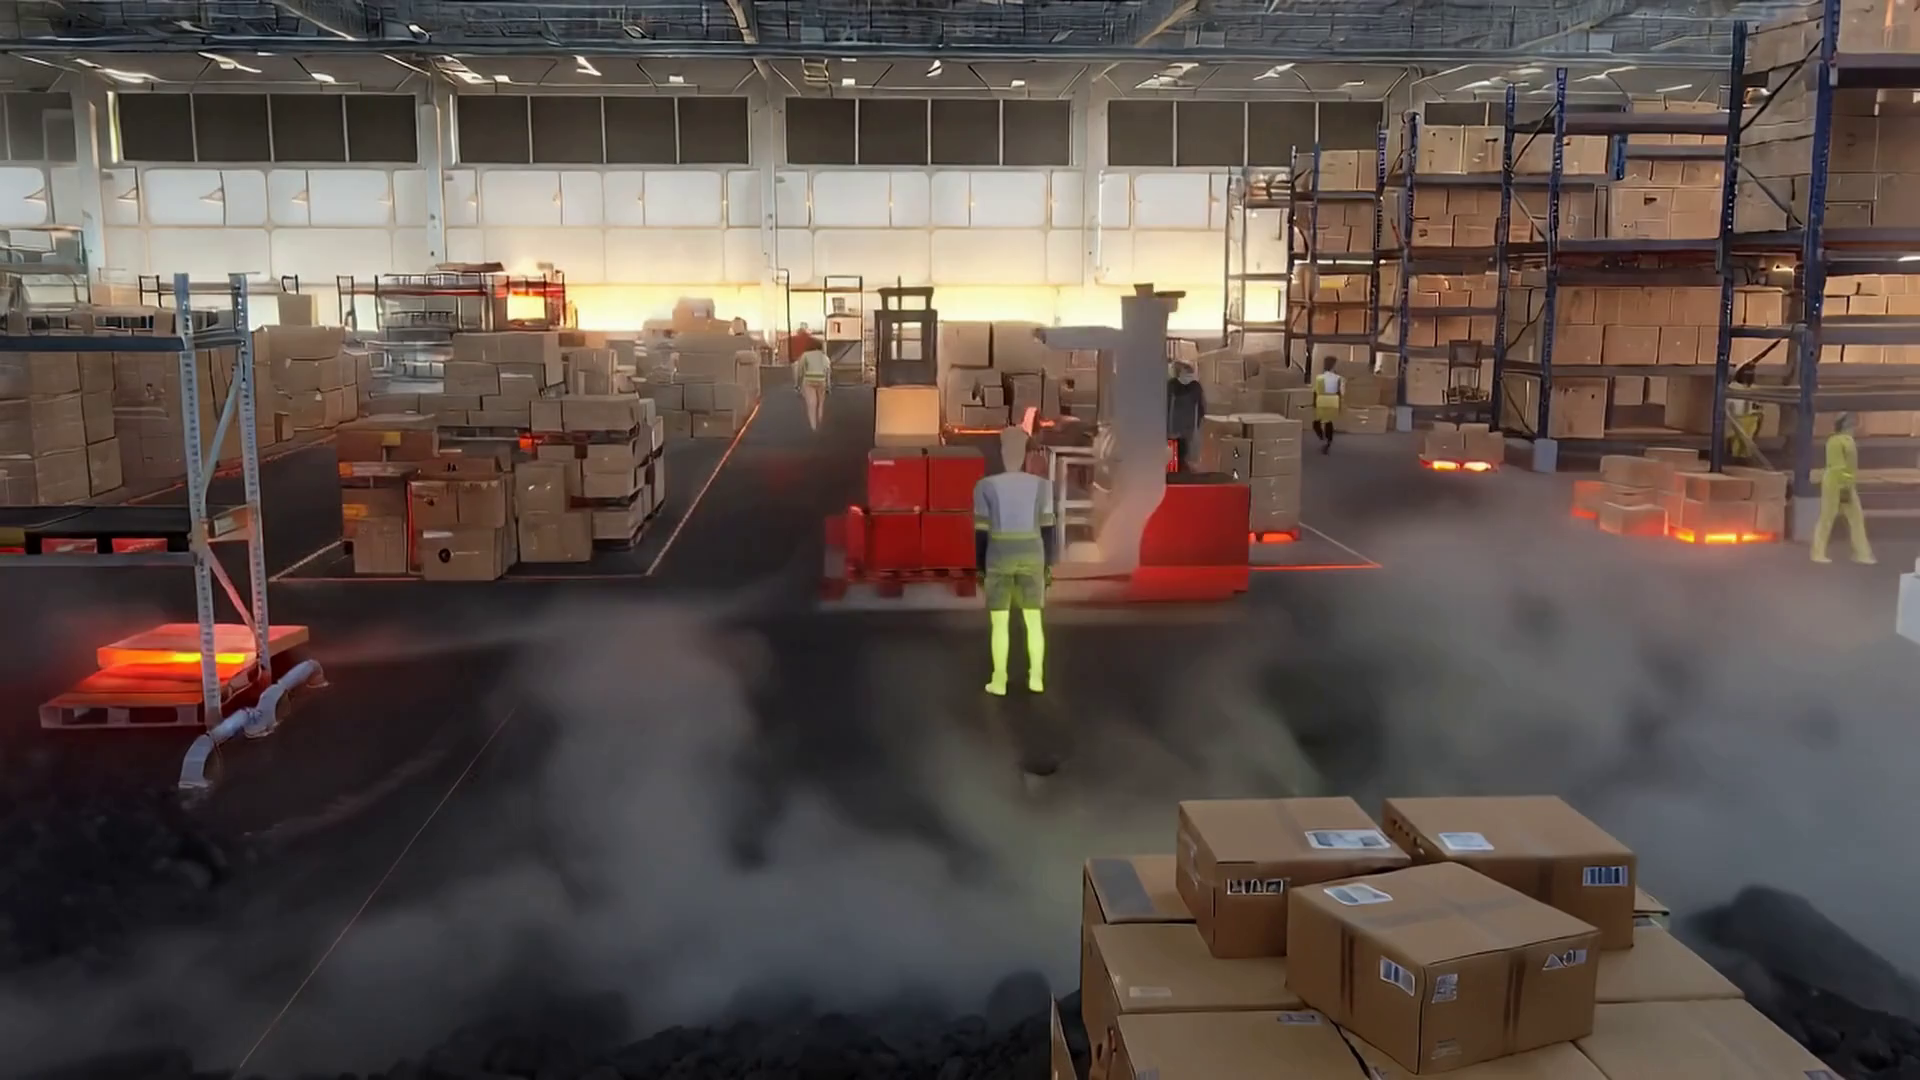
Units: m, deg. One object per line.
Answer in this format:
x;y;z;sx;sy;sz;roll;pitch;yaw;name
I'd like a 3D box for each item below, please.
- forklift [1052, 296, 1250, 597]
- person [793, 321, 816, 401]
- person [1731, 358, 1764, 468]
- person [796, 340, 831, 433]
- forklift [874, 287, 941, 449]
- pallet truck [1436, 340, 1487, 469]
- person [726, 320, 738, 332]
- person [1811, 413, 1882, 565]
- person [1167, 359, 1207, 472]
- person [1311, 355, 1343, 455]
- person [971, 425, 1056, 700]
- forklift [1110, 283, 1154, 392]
1.762;-0.925;15.841;1.873;2.768;1.129;-1;9;-4;forklift
-3.715;-4.254;39.723;0.610;1.943;1.058;-3;9;-16;person
10.313;-1.418;21.886;0.379;1.937;0.547;-1;9;-6;person
-2.825;-2.951;32.029;0.620;1.781;1.019;-3;10;-18;person
-0.927;-3.016;28.969;1.129;2.768;1.873;-1;9;-4;forklift
8.004;-2.170;26.422;0.823;1.965;1.885;2;9;14;pallet truck
-5.708;-4.567;41.784;0.936;1.889;0.562;-7;11;-36;person
9.209;-0.511;17.237;0.534;1.604;0.762;-5;11;-31;person
3.052;-1.451;22.228;0.635;1.901;0.950;-5;10;-30;person
6.187;-2.271;28.011;0.556;1.681;0.366;-2;9;-11;person
0.383;0.162;11.872;0.603;1.967;0.367;-2;9;-11;person
4.685;-5.176;42.529;1.873;2.768;1.129;-1;9;-3;forklift
